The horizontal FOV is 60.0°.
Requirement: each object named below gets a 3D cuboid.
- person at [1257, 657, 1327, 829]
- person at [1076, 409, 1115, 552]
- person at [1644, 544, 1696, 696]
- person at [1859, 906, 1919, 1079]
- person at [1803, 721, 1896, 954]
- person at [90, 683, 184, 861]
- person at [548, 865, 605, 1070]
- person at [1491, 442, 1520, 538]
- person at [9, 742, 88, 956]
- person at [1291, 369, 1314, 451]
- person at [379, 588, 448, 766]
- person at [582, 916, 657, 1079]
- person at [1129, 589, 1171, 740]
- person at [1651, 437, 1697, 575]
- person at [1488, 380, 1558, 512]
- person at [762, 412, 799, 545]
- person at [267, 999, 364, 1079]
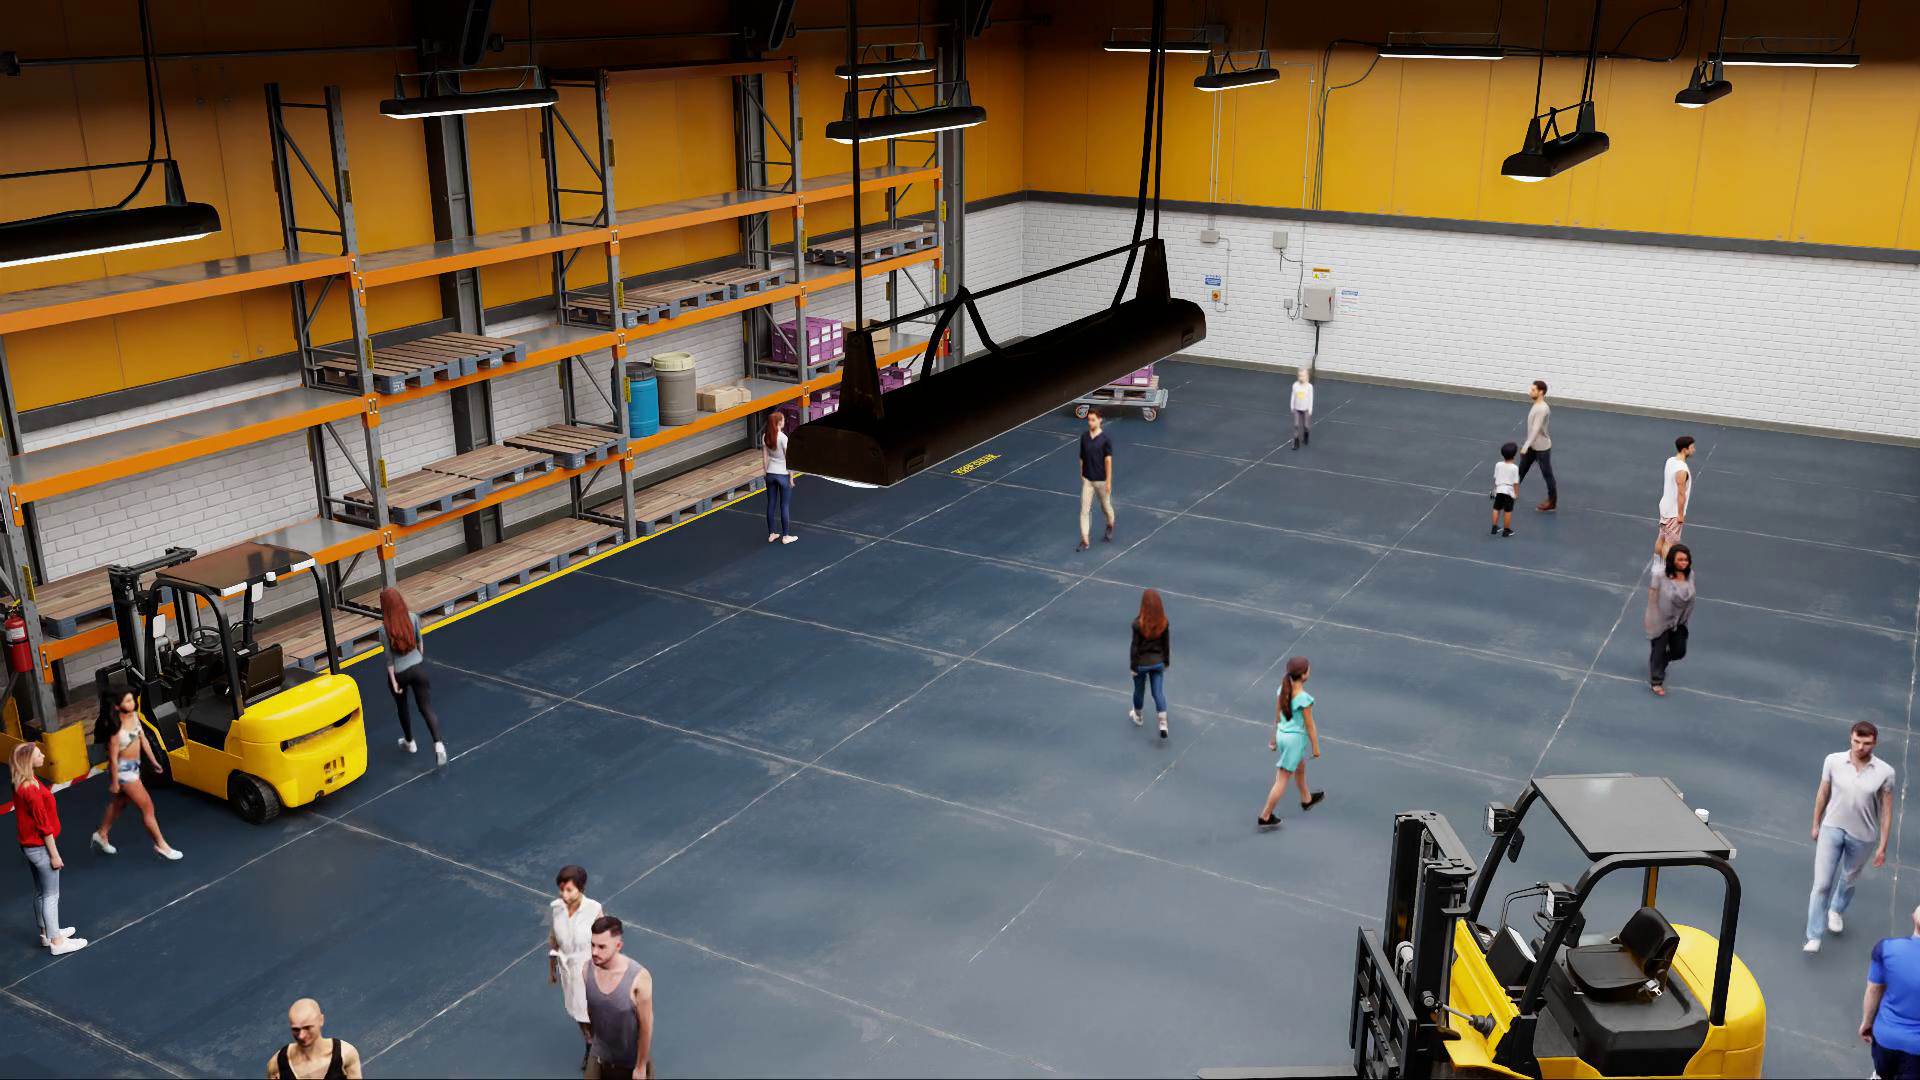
[{"bbox_3d":[2.806,1.768,14.321,1.108,1.523,0.917,-9,21,-26],"label":"person"},{"bbox_3d":[1.805,-0.797,21.470,0.681,1.823,1.137,9,20,24],"label":"person"},{"bbox_3d":[7.269,0.784,17.133,0.816,1.594,0.891,-1,19,-4],"label":"person"},{"bbox_3d":[5.690,3.051,10.044,0.846,1.822,0.798,-14,23,-36],"label":"person"},{"bbox_3d":[6.732,2.206,12.586,0.657,1.802,1.145,10,21,28],"label":"person"},{"bbox_3d":[-6.942,1.941,13.715,0.960,1.583,1.017,-1,19,-3],"label":"person"},{"bbox_3d":[-2.504,2.831,11.136,0.638,1.542,0.664,5,19,15],"label":"person"},{"bbox_3d":[7.210,-0.675,21.994,0.563,1.257,0.543,-17,25,-40],"label":"person"},{"bbox_3d":[-6.893,2.299,12.460,0.665,1.705,0.596,18,25,42],"label":"person"},{"bbox_3d":[5.375,-2.071,26.118,0.542,1.271,0.729,7,20,21],"label":"person"},{"bbox_3d":[-5.084,1.298,15.429,1.150,1.708,0.915,-15,24,-38],"label":"person"},{"bbox_3d":[-1.992,3.044,10.077,0.810,1.797,1.197,6,19,17],"label":"person"},{"bbox_3d":[1.857,1.209,16.079,0.941,1.461,1.010,-4,19,-12],"label":"person"},{"bbox_3d":[8.725,-0.404,20.361,0.784,1.785,0.649,1,19,4],"label":"person"},{"bbox_3d":[8.040,-1.248,22.823,1.111,1.814,1.202,0,19,-1],"label":"person"},{"bbox_3d":[-2.377,-0.816,21.659,0.580,1.737,0.534,9,21,24],"label":"person"},{"bbox_3d":[-3.519,3.336,9.209,0.686,1.815,0.761,-6,19,-17],"label":"person"}]
